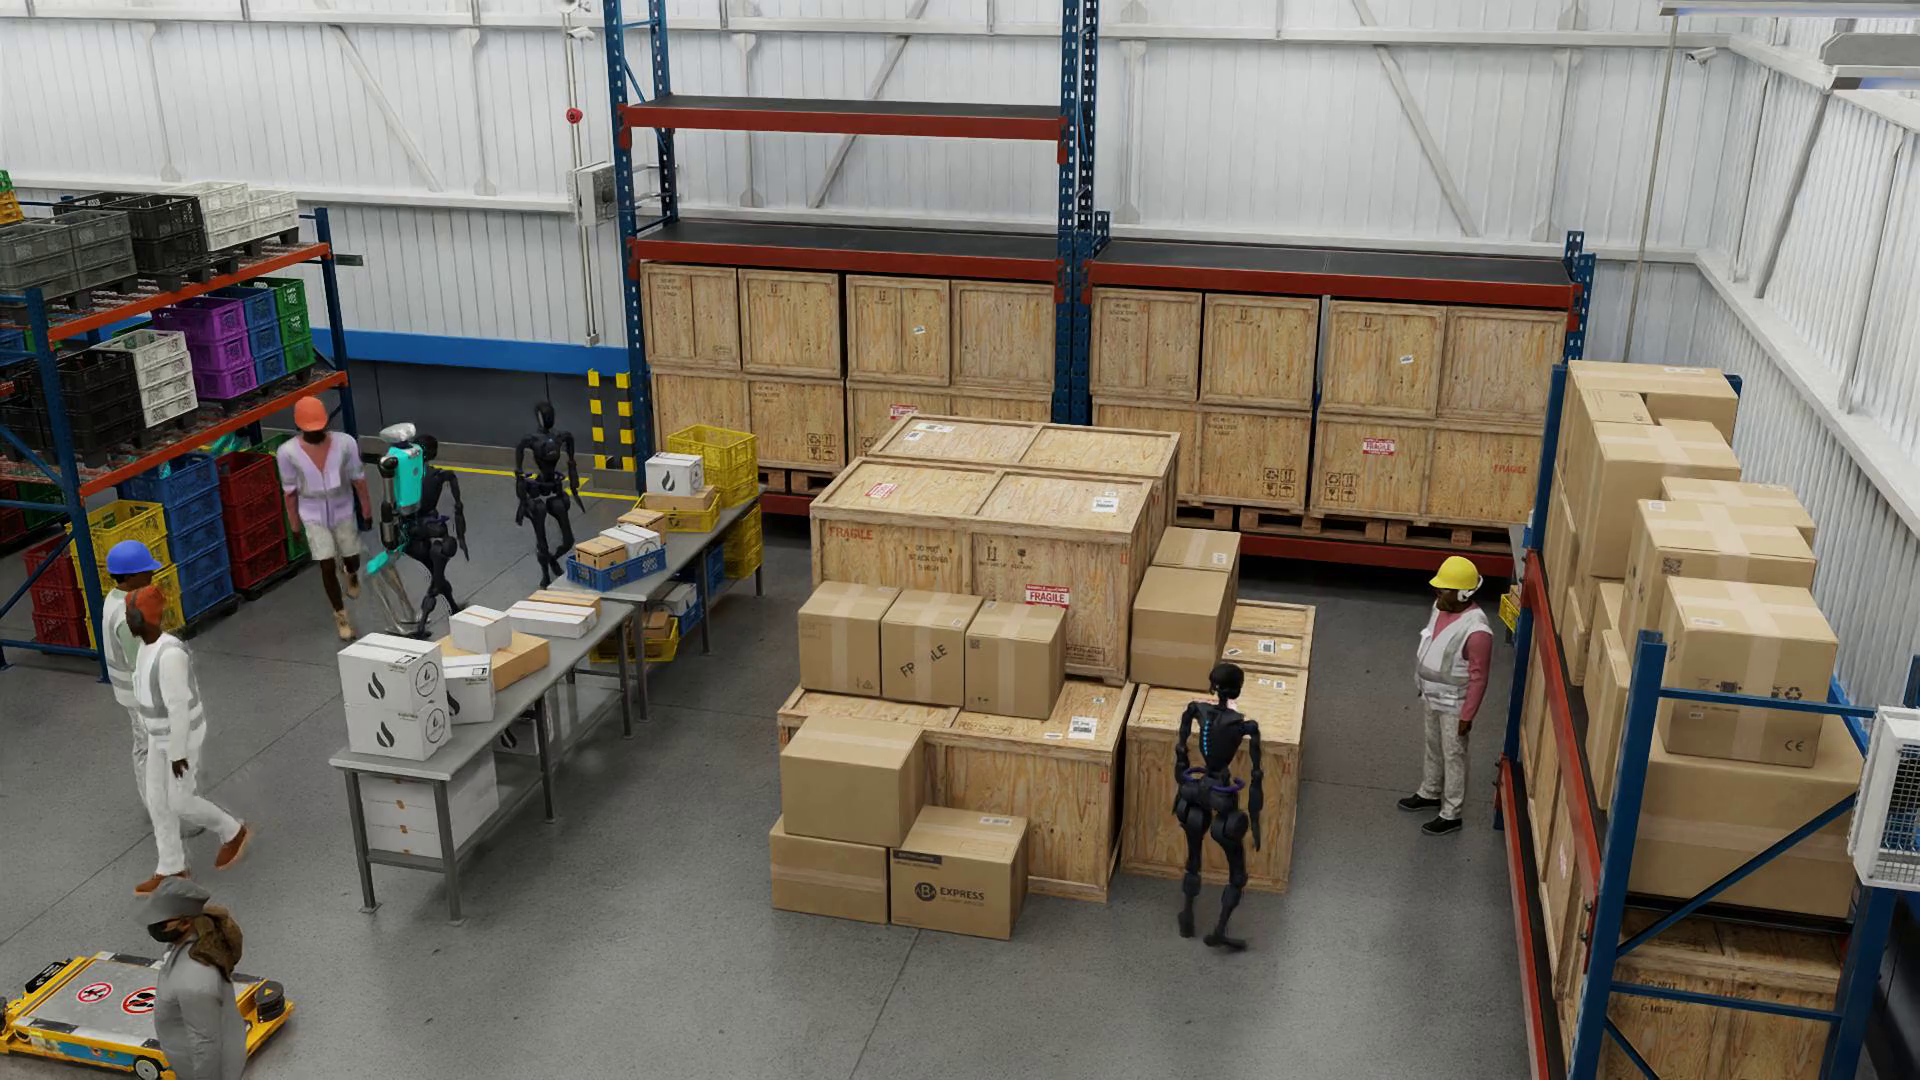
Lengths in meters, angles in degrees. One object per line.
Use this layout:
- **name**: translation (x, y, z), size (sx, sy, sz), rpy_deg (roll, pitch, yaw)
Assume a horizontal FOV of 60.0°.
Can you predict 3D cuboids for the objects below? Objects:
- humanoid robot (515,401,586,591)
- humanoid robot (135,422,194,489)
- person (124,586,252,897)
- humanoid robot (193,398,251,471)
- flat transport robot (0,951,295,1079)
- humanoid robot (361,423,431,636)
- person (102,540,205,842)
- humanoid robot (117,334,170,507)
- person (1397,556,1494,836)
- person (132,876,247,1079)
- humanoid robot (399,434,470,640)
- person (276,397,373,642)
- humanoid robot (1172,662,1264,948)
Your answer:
- **humanoid robot**: translation (-3.499, -0.381, 14.061), size (0.601, 1.645, 0.393), rpy_deg (-16, 26, -36)
- **humanoid robot**: translation (-7.183, -0.714, 14.850), size (0.531, 1.746, 0.897), rpy_deg (0, 21, 1)
- **person**: translation (-4.676, 1.171, 9.761), size (0.597, 1.842, 0.619), rpy_deg (17, 26, 37)
- **humanoid robot**: translation (-6.993, -1.031, 15.709), size (0.576, 1.790, 0.794), rpy_deg (18, 27, 39)
- **flat transport robot**: translation (-4.270, 2.464, 8.601), size (1.431, 0.231, 0.659), rpy_deg (5, 22, 13)
- **humanoid robot**: translation (-4.526, -0.104, 13.179), size (0.721, 1.732, 0.530), rpy_deg (7, 22, 19)
- **person**: translation (-5.020, 0.920, 10.288), size (0.404, 1.945, 0.612), rpy_deg (-13, 24, -30)
- **humanoid robot**: translation (-7.724, -1.069, 15.703), size (0.678, 1.738, 0.530), rpy_deg (-5, 21, -12)
- **person**: translation (3.028, 0.960, 10.343), size (0.404, 1.832, 0.591), rpy_deg (-4, 21, -10)
- **person**: translation (-3.211, 2.215, 7.145), size (0.396, 1.769, 0.572), rpy_deg (-9, 23, -21)
- **humanoid robot**: translation (-4.221, -0.034, 13.243), size (0.616, 1.614, 0.753), rpy_deg (3, 21, 7)
- **person**: translation (-5.014, -0.222, 13.194), size (0.652, 2.008, 0.740), rpy_deg (-9, 23, -22)
- **humanoid robot**: translation (1.409, 1.470, 9.233), size (0.605, 1.646, 0.390), rpy_deg (18, 27, 39)
